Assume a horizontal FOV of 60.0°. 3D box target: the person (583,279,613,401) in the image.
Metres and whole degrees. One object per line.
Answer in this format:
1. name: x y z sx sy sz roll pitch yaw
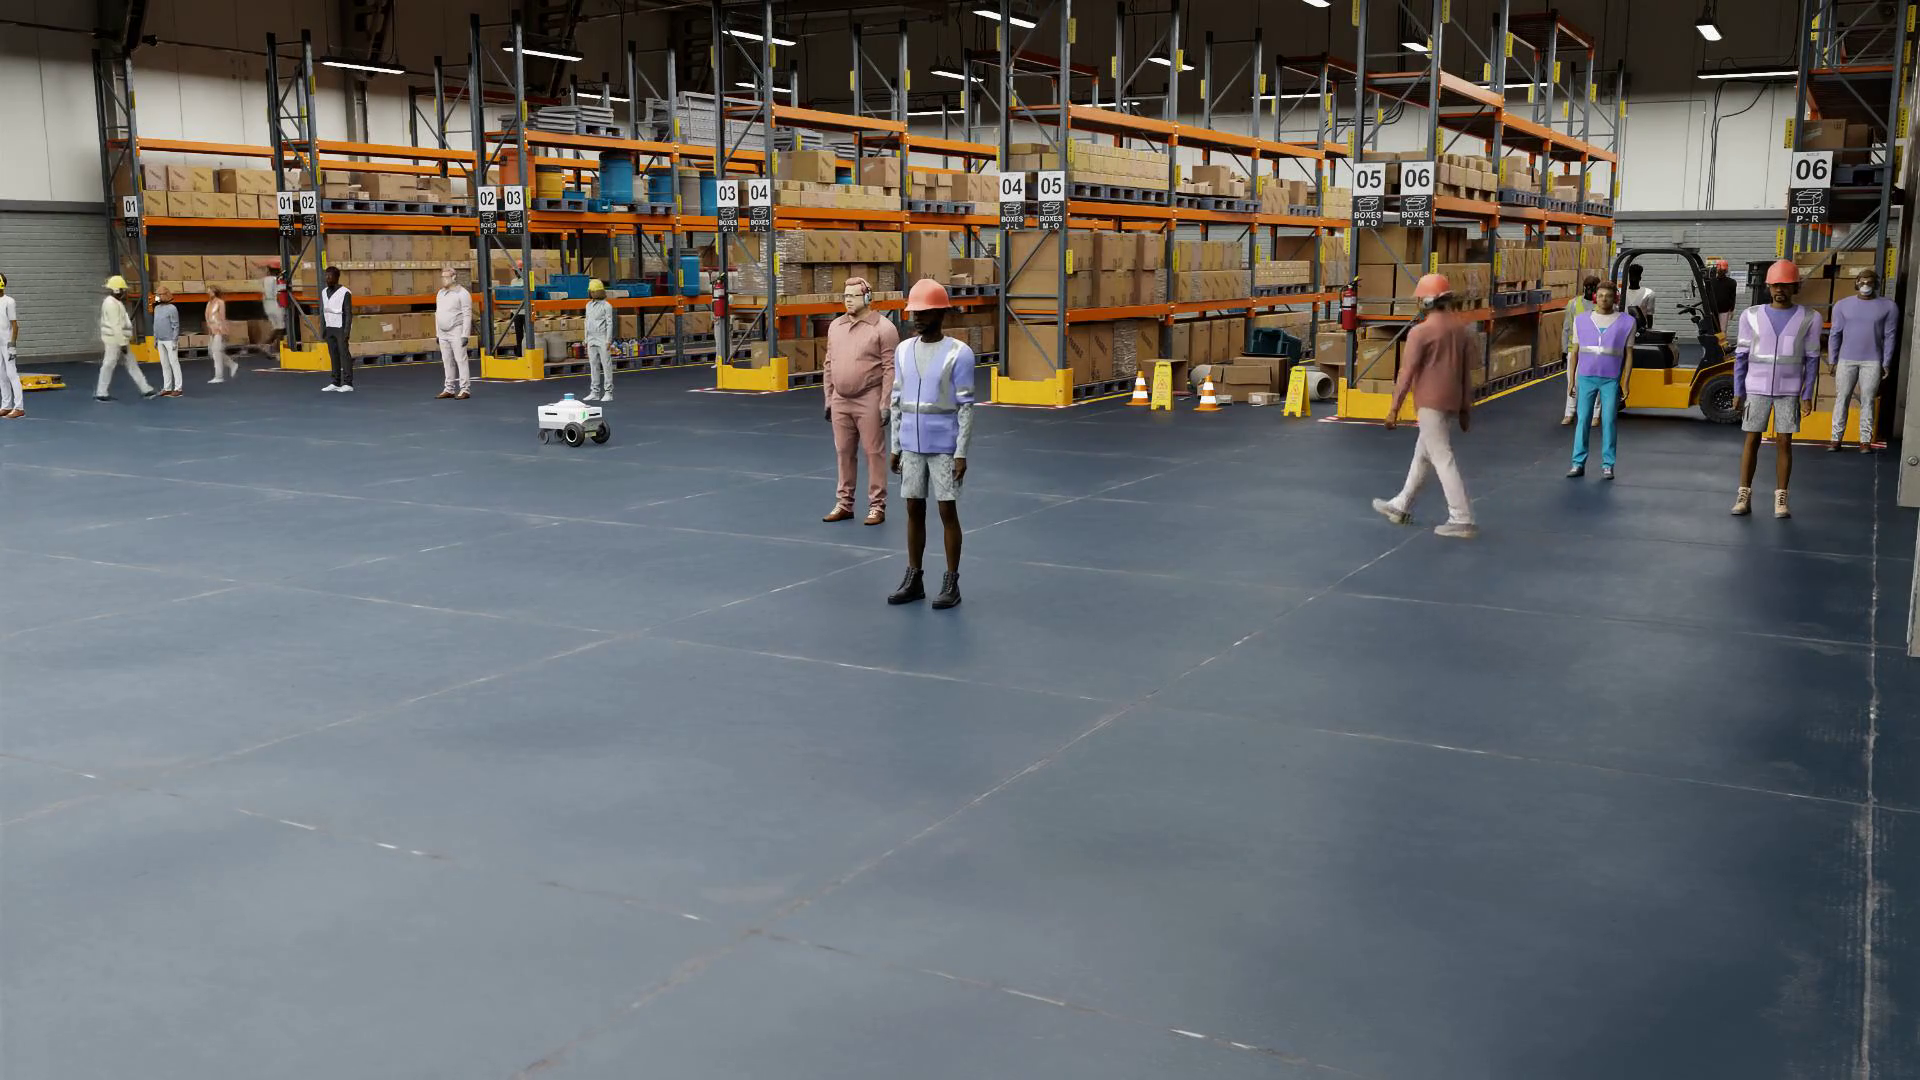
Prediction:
1. person: -5.194 -2.861 23.853 0.487 1.746 0.289 5 11 28

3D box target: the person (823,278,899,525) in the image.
1. person: -0.795 -1.069 12.894 0.643 1.909 0.410 5 11 28

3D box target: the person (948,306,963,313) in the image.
1. person: -0.055 -6.138 42.868 0.923 1.795 0.499 2 10 10

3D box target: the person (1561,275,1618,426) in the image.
1. person: 7.678 -2.312 20.355 0.627 1.846 0.429 5 11 28

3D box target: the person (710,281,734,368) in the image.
1. person: -4.381 -3.977 30.694 0.514 1.641 0.307 5 11 28

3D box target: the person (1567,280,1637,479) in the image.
1. person: 5.987 -1.495 15.548 0.566 1.849 0.389 5 11 28

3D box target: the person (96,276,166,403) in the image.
1. person: -11.824 -2.829 23.531 0.929 1.784 0.621 -3 10 -19

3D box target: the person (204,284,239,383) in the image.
1. person: -12.127 -3.384 27.278 0.520 1.623 0.525 8 12 39

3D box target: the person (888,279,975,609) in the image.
1. person: -0.182 -0.562 9.831 0.545 1.938 0.355 5 11 28

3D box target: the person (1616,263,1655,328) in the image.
1. person: 9.747 -3.026 24.172 0.607 1.967 0.367 5 11 28

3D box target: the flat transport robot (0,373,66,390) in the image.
1. flat transport robot: -14.712 -2.482 25.947 1.431 0.197 0.652 5 11 28

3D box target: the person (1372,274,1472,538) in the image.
1. person: 3.506 -1.014 12.492 0.632 1.938 1.037 -8 12 -39

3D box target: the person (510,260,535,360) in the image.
1. person: -8.560 -4.462 32.496 0.612 1.995 0.377 5 11 28

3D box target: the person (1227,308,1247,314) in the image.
1. person: 6.048 -4.948 36.213 0.535 1.697 0.318 5 11 28

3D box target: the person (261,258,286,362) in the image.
1. person: -13.389 -4.489 32.576 0.619 2.029 0.465 7 12 35

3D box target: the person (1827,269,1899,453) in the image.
1. person: 9.504 -1.882 17.559 0.631 1.940 0.372 5 11 28

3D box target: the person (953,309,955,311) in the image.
1. person: -0.312 -6.487 44.522 0.631 1.940 0.372 5 11 28

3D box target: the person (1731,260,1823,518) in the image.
1. person: 6.468 -1.193 13.216 0.608 2.044 0.372 5 11 28

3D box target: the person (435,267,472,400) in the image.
1. person: -7.383 -2.993 24.156 0.643 1.909 0.410 5 11 28

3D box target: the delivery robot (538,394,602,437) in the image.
1. delivery robot: -4.297 -1.367 18.315 0.707 0.478 0.477 5 11 28

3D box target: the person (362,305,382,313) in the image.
1. person: -12.562 -4.866 35.524 0.525 1.772 0.304 5 11 28

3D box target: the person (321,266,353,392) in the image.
1. person: -9.560 -3.235 25.533 0.593 1.922 0.391 5 11 28

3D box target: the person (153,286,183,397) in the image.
1. person: -11.731 -2.929 24.579 0.500 1.633 0.284 5 11 28

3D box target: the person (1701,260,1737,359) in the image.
1. person: 15.285 -4.638 33.522 0.612 1.997 0.376 5 11 28

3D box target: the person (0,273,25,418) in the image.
1. person: -12.296 -2.496 21.350 0.513 1.872 0.328 5 11 28
